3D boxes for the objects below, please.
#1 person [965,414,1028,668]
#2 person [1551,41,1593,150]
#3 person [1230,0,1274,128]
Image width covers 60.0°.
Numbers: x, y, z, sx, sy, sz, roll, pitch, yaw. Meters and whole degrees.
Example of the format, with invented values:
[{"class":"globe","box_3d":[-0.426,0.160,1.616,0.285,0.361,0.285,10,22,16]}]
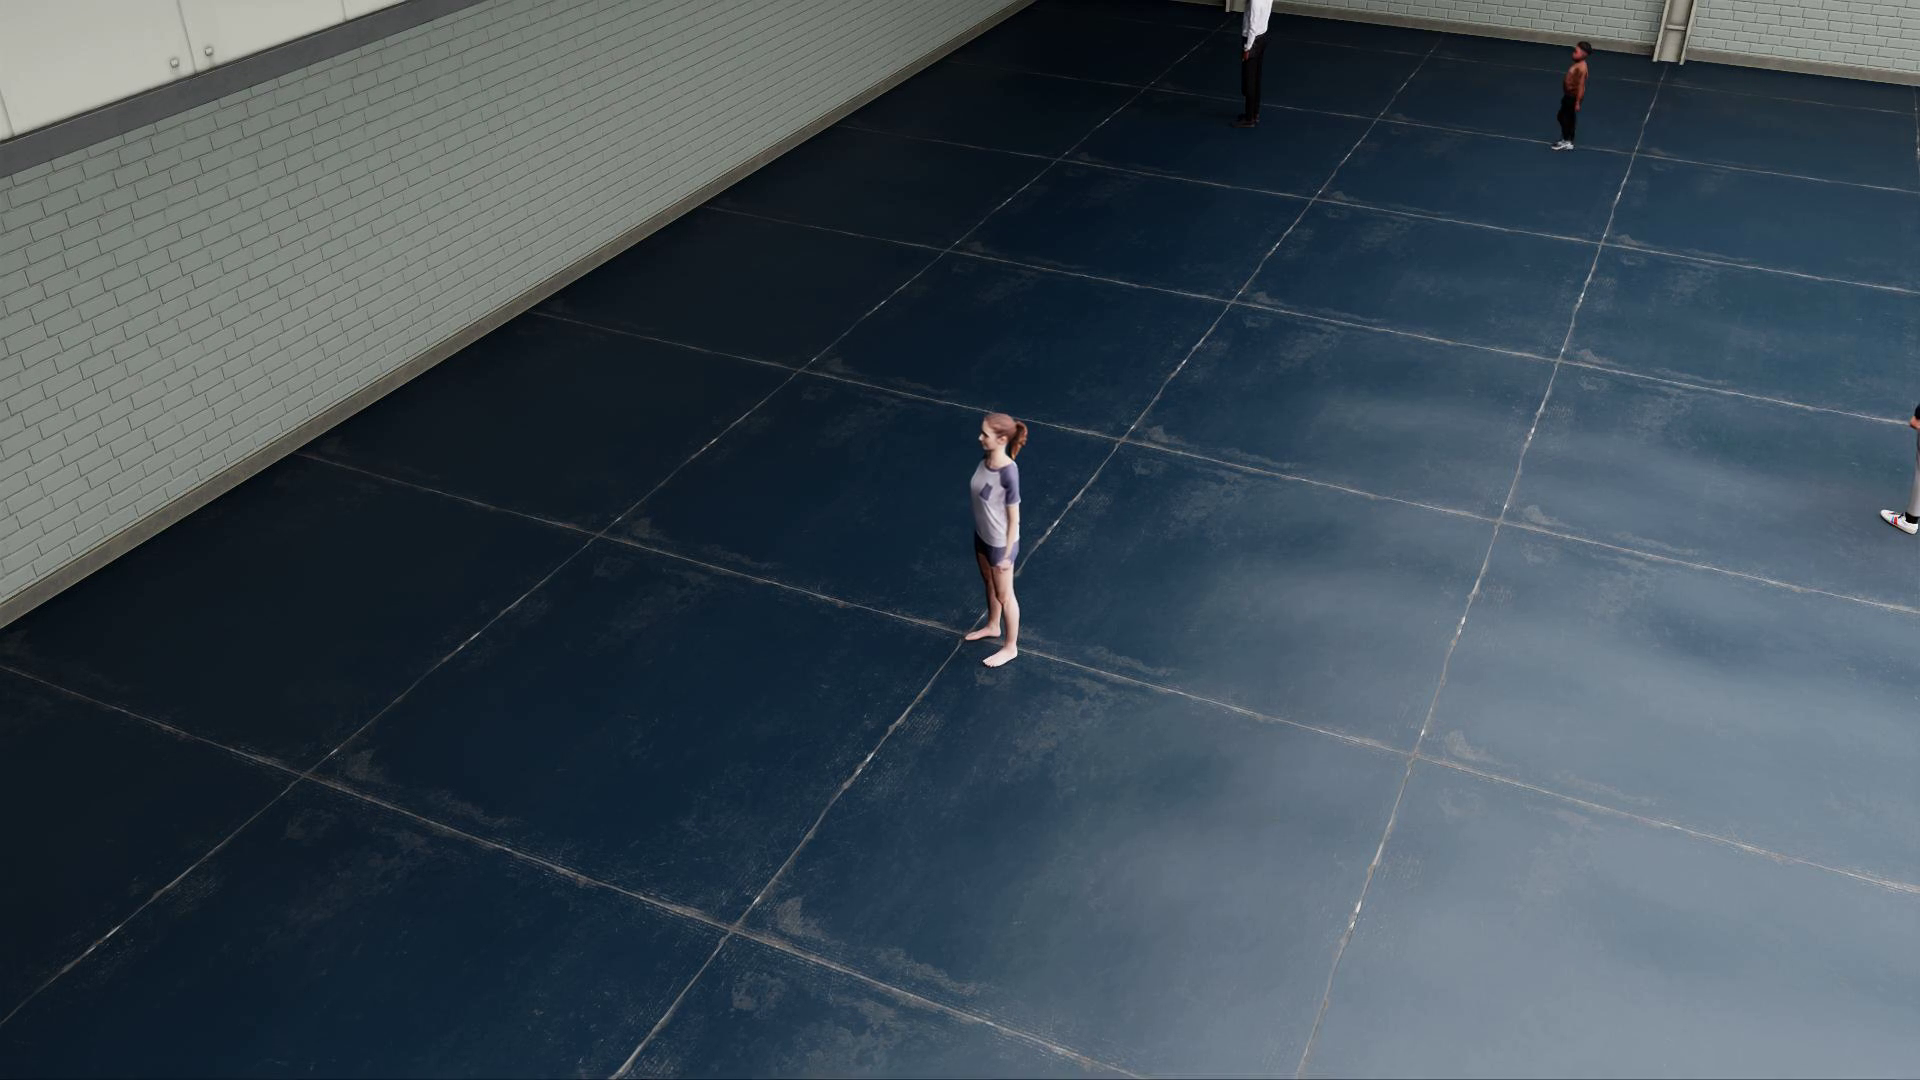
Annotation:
[{"class":"person","box_3d":[0.236,-0.019,10.589,0.738,1.766,0.672,-13,34,-19]},{"class":"person","box_3d":[7.122,-5.103,19.135,0.569,1.247,0.586,4,32,7]},{"class":"person","box_3d":[3.496,-5.854,19.774,0.535,1.836,0.651,16,36,24]}]
